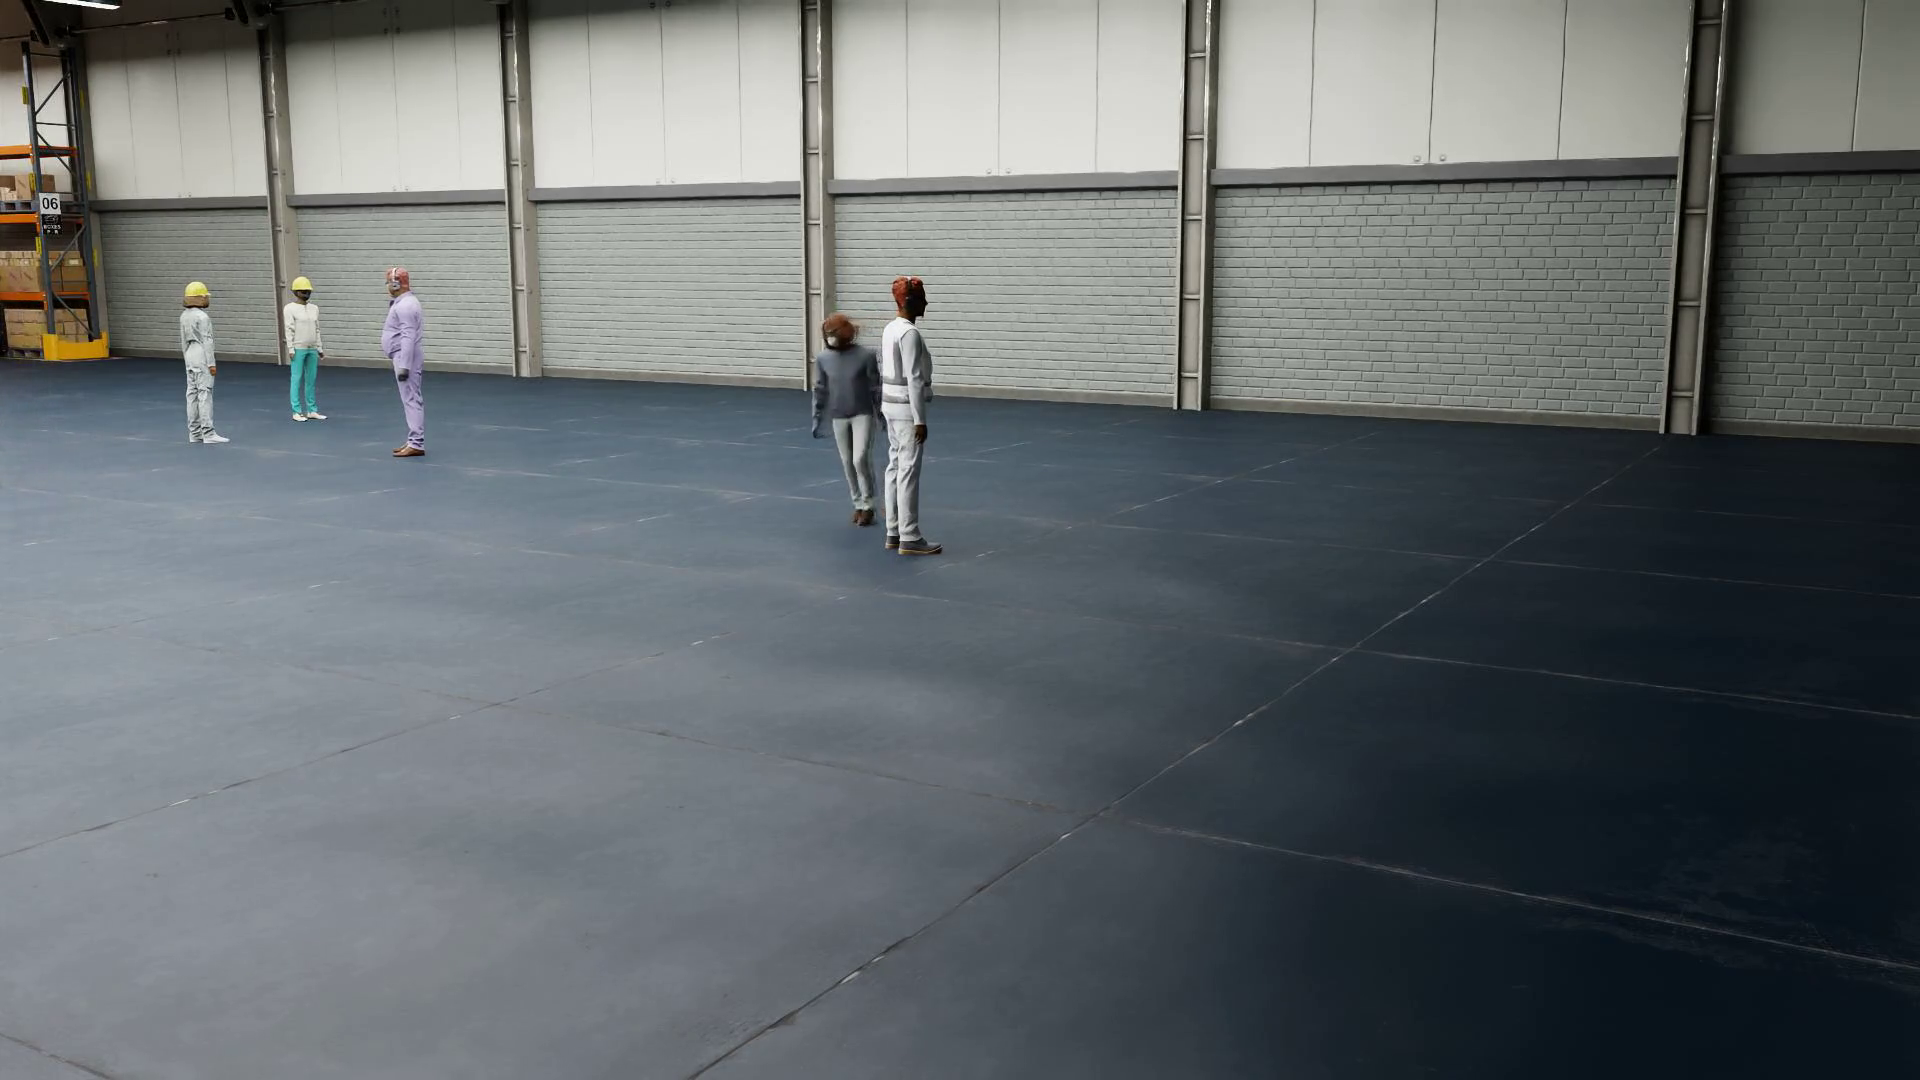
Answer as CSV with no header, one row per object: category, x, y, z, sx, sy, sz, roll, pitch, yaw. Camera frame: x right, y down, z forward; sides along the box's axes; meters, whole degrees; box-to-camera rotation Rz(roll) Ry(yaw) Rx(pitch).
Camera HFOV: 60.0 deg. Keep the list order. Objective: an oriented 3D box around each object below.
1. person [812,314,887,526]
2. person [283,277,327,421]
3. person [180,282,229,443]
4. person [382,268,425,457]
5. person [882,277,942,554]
person,-0.830,-0.906,12.530,0.531,1.588,0.510,3,10,16
person,-8.066,-2.348,20.491,0.314,1.769,0.523,5,11,25
person,-8.240,-1.923,18.069,0.484,1.744,0.295,7,12,34
person,-5.638,-1.795,16.858,0.404,1.903,0.636,-3,10,-15
person,-0.350,-0.844,11.346,0.356,1.883,0.574,-4,10,-20
